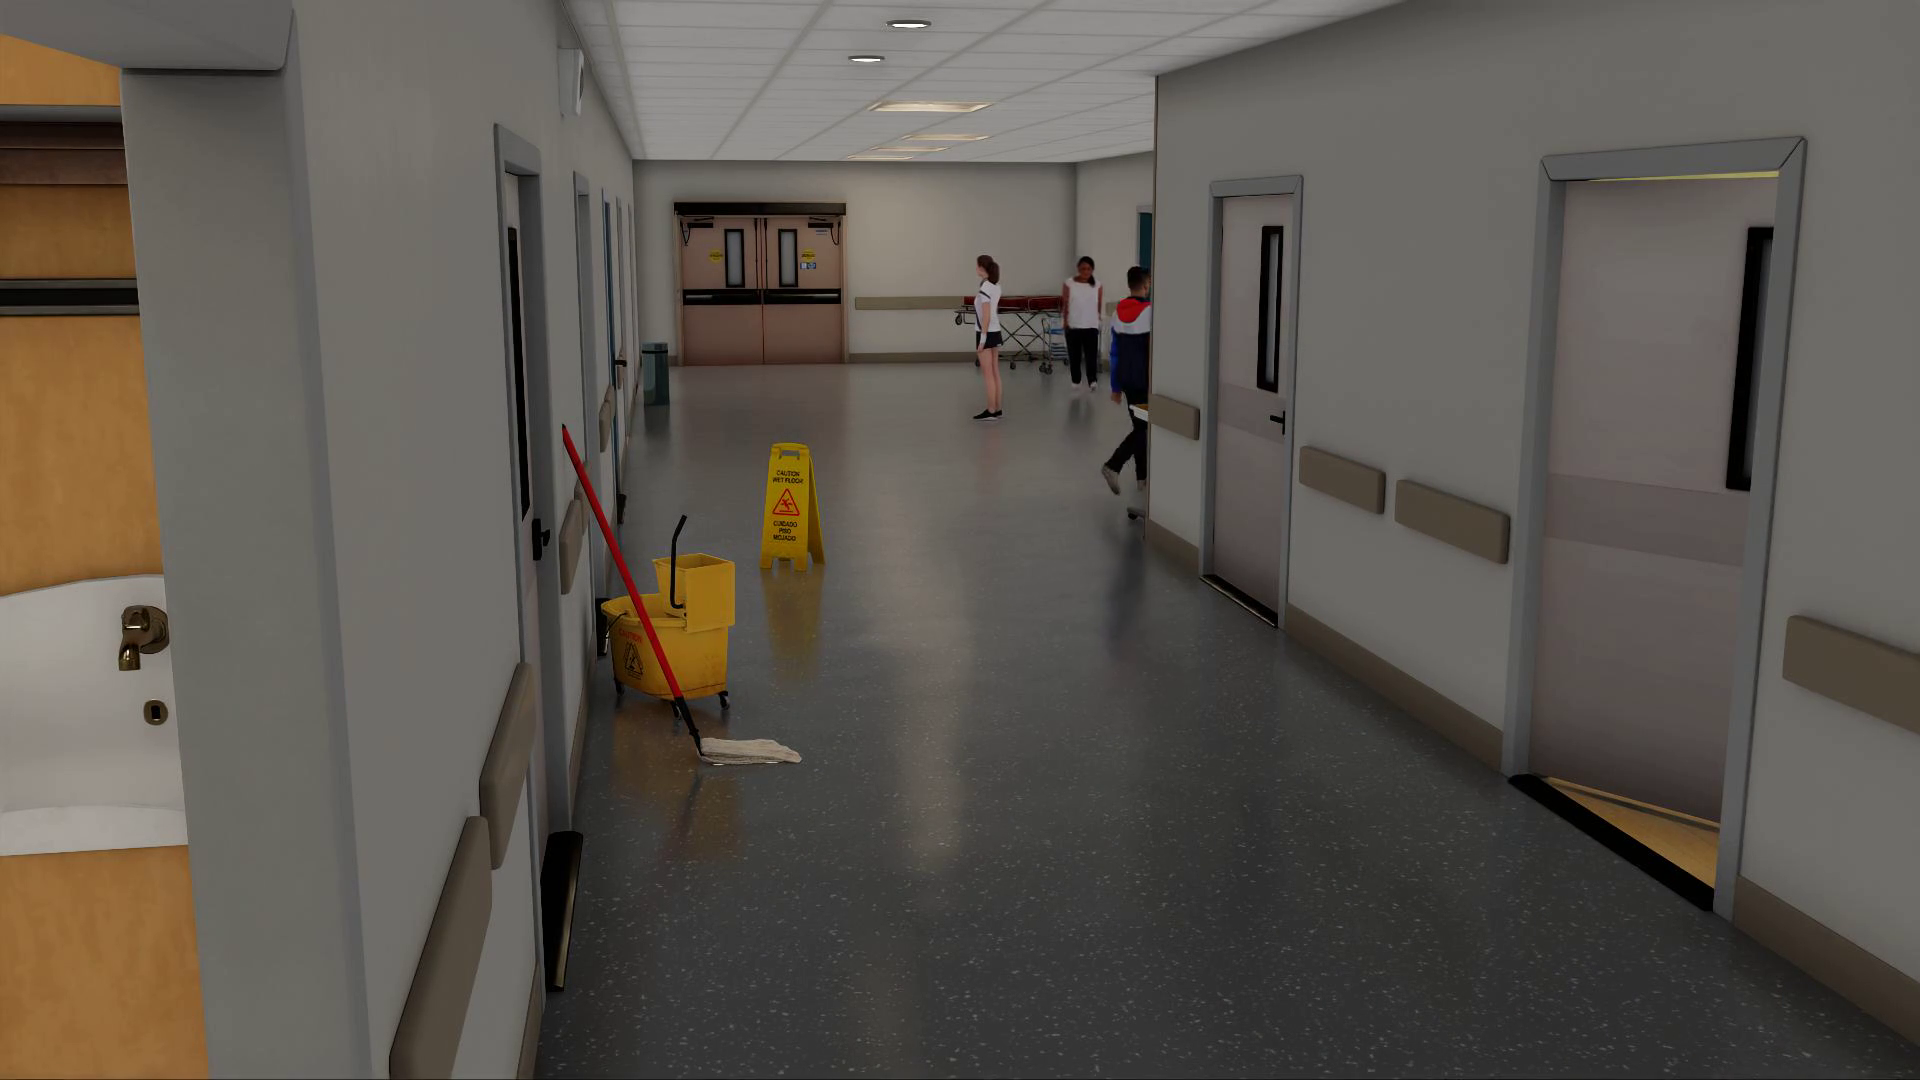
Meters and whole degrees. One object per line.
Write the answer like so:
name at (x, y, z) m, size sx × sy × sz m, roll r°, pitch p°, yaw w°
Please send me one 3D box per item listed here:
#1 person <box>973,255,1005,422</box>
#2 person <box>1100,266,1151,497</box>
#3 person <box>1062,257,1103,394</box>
person at (0.306, -2.161, 17.775) m, size 0.701 × 1.749 × 0.604 m, roll 4°, pitch 12°, yaw 21°
person at (1.326, -1.180, 12.661) m, size 1.141 × 1.728 × 1.113 m, roll 10°, pitch 15°, yaw 43°
person at (1.504, -2.658, 20.644) m, size 0.762 × 1.654 × 1.056 m, roll 0°, pitch 11°, yaw 1°
